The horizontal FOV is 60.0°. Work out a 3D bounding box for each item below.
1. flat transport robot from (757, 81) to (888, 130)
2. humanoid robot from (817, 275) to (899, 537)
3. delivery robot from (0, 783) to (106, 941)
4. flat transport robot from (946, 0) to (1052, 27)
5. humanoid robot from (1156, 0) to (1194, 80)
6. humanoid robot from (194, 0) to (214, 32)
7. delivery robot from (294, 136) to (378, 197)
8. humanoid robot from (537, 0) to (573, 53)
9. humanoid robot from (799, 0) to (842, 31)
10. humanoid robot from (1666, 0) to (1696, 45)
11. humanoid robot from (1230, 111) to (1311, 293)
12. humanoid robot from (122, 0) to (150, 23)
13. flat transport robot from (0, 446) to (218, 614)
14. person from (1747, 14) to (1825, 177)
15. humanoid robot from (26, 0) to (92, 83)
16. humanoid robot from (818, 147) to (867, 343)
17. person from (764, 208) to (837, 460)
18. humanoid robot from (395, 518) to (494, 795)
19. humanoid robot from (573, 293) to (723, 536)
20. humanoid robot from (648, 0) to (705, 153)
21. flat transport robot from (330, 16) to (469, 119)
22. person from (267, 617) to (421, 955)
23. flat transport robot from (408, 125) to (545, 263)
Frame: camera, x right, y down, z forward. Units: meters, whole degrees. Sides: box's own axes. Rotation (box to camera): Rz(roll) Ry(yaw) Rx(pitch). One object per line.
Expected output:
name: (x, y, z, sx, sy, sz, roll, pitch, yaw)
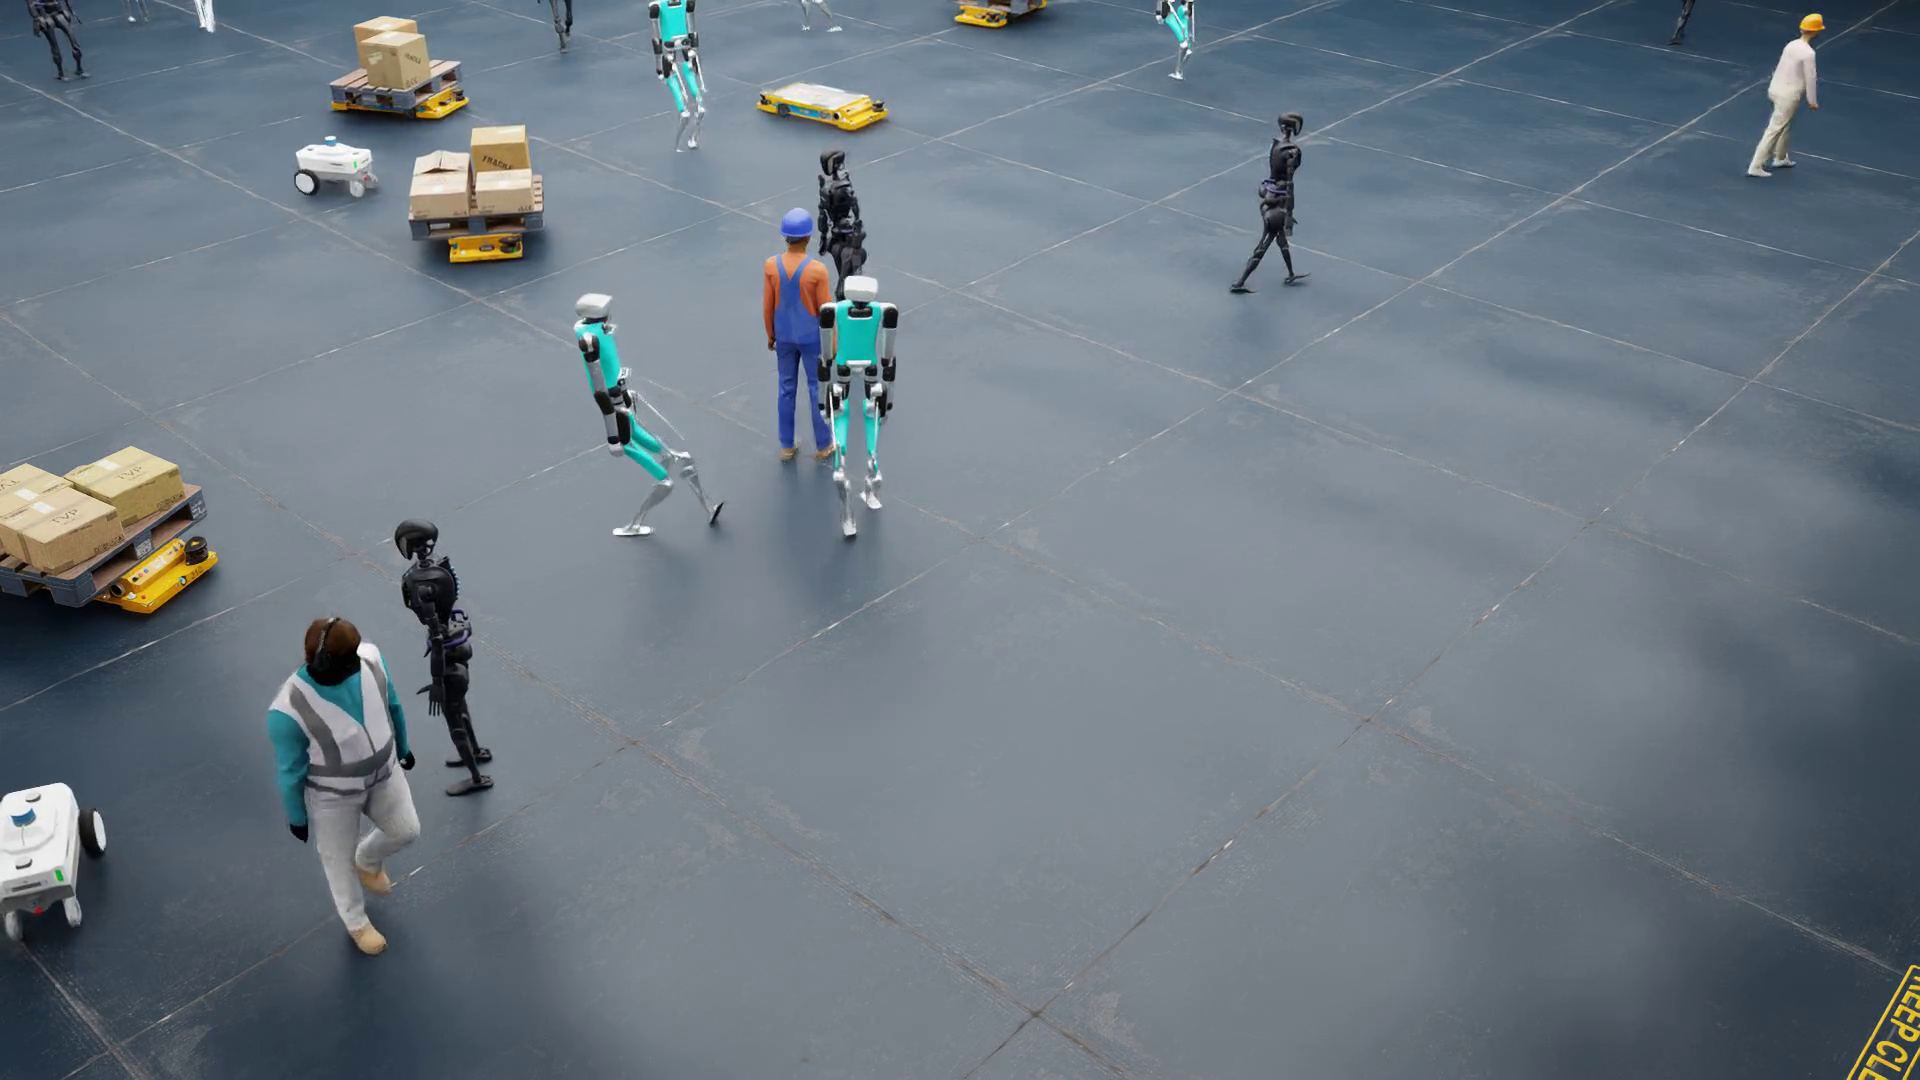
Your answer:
flat transport robot: (-1.602, -5.035, 19.262, 1.431, 0.231, 0.659, 20, 37, 29)
humanoid robot: (-0.655, -0.820, 11.115, 0.580, 1.789, 0.874, -5, 32, -8)
delivery robot: (-4.637, 1.569, 8.370, 0.499, 0.608, 0.797, -11, 34, -18)
flat transport robot: (0.582, -7.369, 23.020, 0.659, 0.231, 1.431, 18, 36, 26)
humanoid robot: (2.660, -6.334, 19.979, 0.542, 1.782, 0.896, -13, 34, -20)
humanoid robot: (-10.127, -7.597, 21.980, 0.559, 1.755, 0.873, -7, 33, -11)
delivery robot: (-6.418, -3.832, 17.063, 0.803, 0.603, 0.499, 7, 33, 11)
humanoid robot: (-5.174, -7.164, 21.406, 0.601, 1.648, 0.743, -11, 33, -17)
humanoid robot: (-1.880, -7.596, 22.022, 0.531, 1.798, 0.796, 27, 41, 36)
humanoid robot: (9.553, -7.293, 21.578, 0.630, 1.633, 0.610, -14, 34, -21)
humanoid robot: (2.815, -2.975, 14.649, 0.781, 1.622, 0.601, -3, 32, -5)
humanoid robot: (-11.259, -7.744, 22.282, 0.537, 1.848, 0.700, -20, 37, -29)
flat transport robot: (-5.713, 0.130, 10.945, 1.431, 0.231, 0.659, 10, 33, 15)
person: (8.648, -4.580, 17.203, 0.749, 1.673, 0.482, -2, 32, -4)
humanoid robot: (-10.938, -6.344, 20.036, 0.319, 1.637, 0.587, 18, 36, 27)
humanoid robot: (-0.980, -2.461, 13.785, 0.505, 1.640, 0.600, -23, 38, -32)
person: (-1.145, -1.457, 11.960, 0.539, 1.912, 0.453, 7, 33, 11)
humanoid robot: (-2.742, 0.613, 8.827, 0.316, 1.653, 0.598, -8, 33, -12)
humanoid robot: (-2.011, -0.787, 11.070, 0.930, 1.806, 0.560, -2, 32, -3)
humanoid robot: (-2.946, -5.038, 17.891, 0.549, 1.806, 0.684, -21, 37, -30)
flat transport robot: (-6.562, -5.160, 19.463, 1.431, 0.231, 0.659, 9, 33, 14)
person: (-2.876, 1.137, 7.846, 0.456, 1.828, 0.701, 20, 37, 29)
flat transport robot: (-4.605, -3.027, 16.029, 0.659, 0.231, 1.431, -6, 32, -10)
